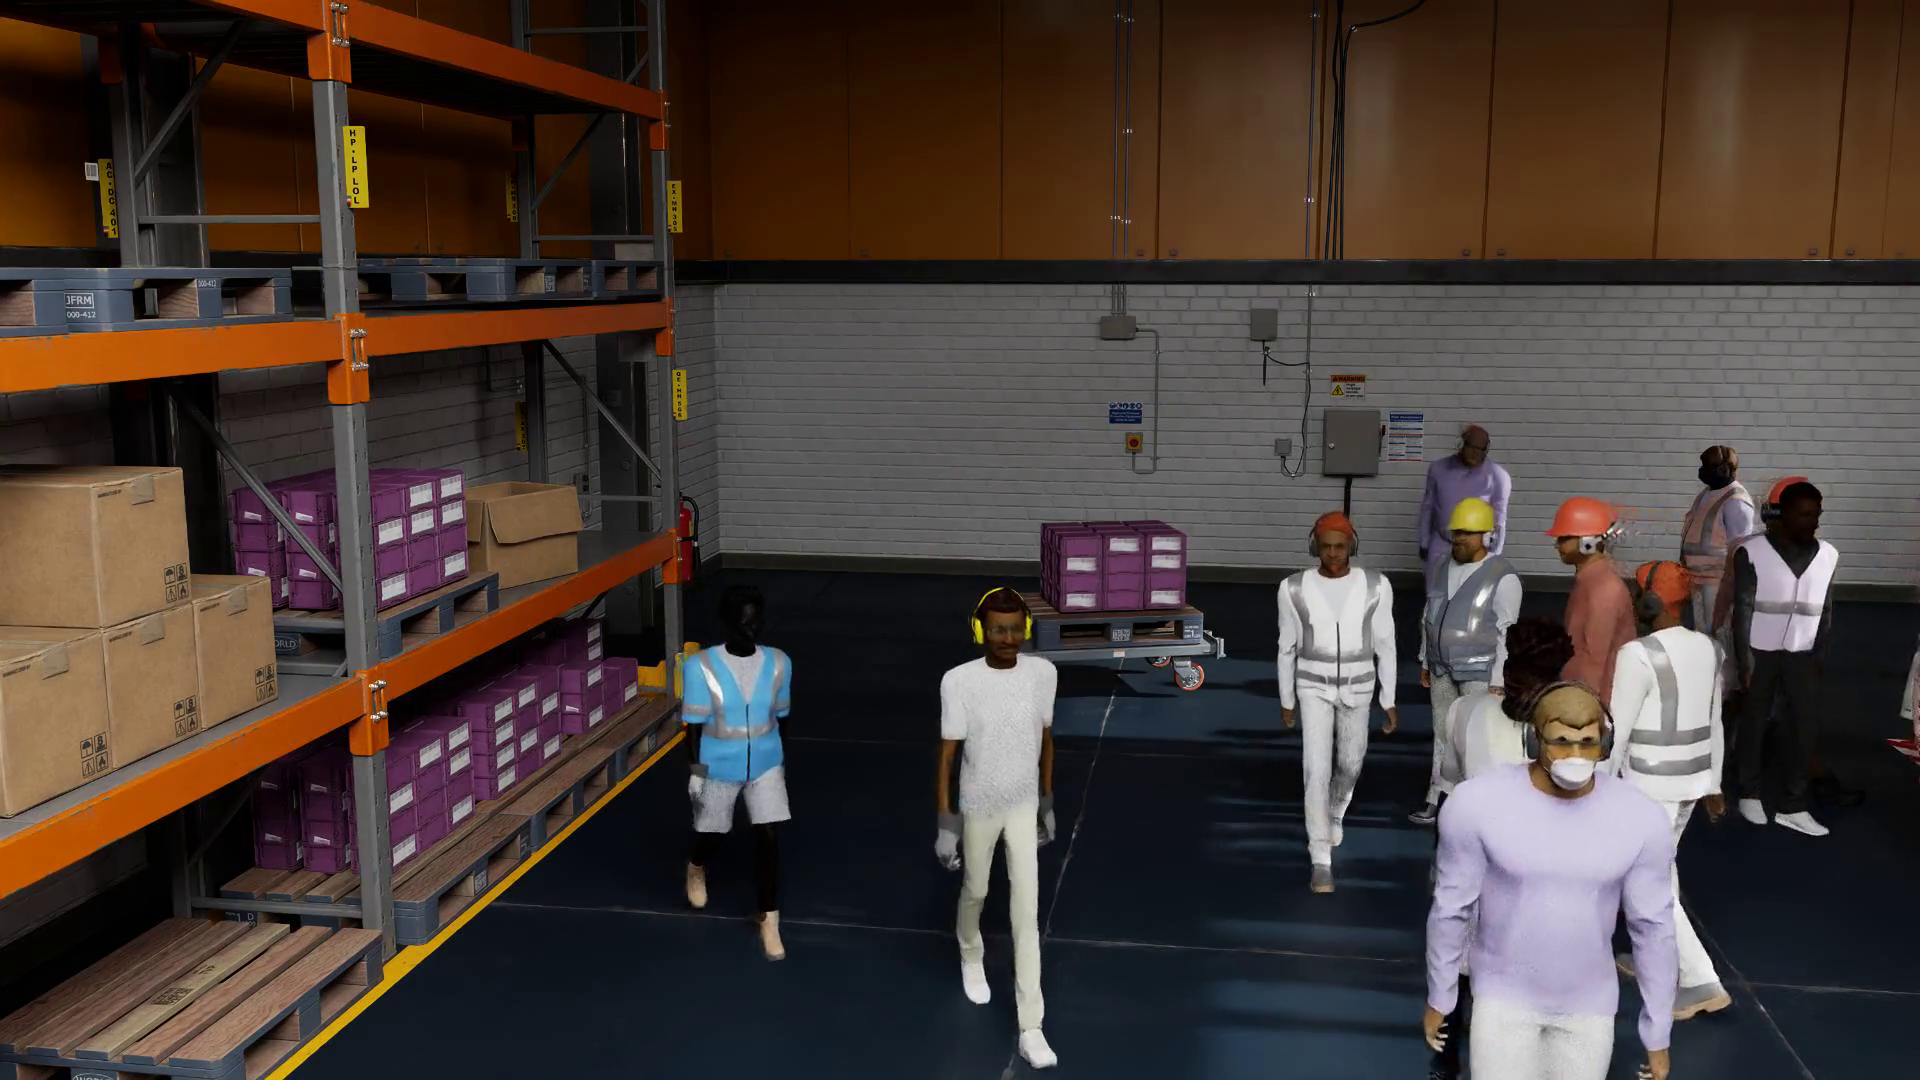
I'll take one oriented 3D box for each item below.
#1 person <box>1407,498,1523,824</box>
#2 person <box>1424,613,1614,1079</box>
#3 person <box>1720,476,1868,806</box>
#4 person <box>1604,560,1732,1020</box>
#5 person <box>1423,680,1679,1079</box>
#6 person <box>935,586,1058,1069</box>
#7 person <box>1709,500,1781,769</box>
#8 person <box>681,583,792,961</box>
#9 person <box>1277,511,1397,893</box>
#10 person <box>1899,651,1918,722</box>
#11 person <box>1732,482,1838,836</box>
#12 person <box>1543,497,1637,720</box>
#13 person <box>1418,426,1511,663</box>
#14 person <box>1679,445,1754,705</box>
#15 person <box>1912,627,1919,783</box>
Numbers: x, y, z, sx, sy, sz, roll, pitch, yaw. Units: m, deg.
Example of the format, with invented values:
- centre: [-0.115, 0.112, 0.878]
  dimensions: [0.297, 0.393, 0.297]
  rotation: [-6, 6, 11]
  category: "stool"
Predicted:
- centre: [2.707, 0.678, 8.956]
  dimensions: [0.404, 1.832, 0.590]
  rotation: [-6, 11, -32]
  category: "person"
- centre: [1.809, 1.181, 5.573]
  dimensions: [0.647, 1.932, 0.495]
  rotation: [8, 12, 42]
  category: "person"
- centre: [4.638, 0.565, 9.508]
  dimensions: [1.013, 1.882, 0.542]
  rotation: [1, 9, 5]
  category: "person"
- centre: [2.952, 1.021, 6.807]
  dimensions: [0.591, 1.855, 0.659]
  rotation: [-6, 11, -32]
  category: "person"
- centre: [1.646, 1.340, 4.598]
  dimensions: [0.661, 1.917, 0.701]
  rotation: [1, 9, 6]
  category: "person"
- centre: [0.145, 1.076, 6.590]
  dimensions: [0.547, 1.808, 1.001]
  rotation: [-2, 9, -14]
  category: "person"
- centre: [5.020, 0.510, 10.352]
  dimensions: [0.897, 1.708, 0.556]
  rotation: [-9, 13, -44]
  category: "person"
- centre: [-1.021, 0.992, 7.500]
  dimensions: [0.537, 1.672, 0.725]
  rotation: [-4, 10, -24]
  category: "person"
- centre: [1.890, 0.760, 8.410]
  dimensions: [0.589, 1.855, 0.912]
  rotation: [1, 9, 6]
  category: "person"
- centre: [6.676, 0.457, 10.982]
  dimensions: [0.758, 1.609, 0.537]
  rotation: [5, 10, 28]
  category: "person"
- centre: [4.455, 0.640, 8.995]
  dimensions: [0.624, 1.900, 0.613]
  rotation: [0, 9, -2]
  category: "person"
- centre: [2.979, 0.775, 7.930]
  dimensions: [0.455, 1.972, 0.659]
  rotation: [2, 9, 12]
  category: "person"
- centre: [3.846, 0.053, 12.720]
  dimensions: [0.662, 1.867, 0.511]
  rotation: [4, 10, 21]
  category: "person"
- centre: [5.193, 0.264, 11.484]
  dimensions: [0.430, 1.845, 0.621]
  rotation: [1, 9, 4]
  category: "person"
- centre: [4.841, 0.884, 7.962]
  dimensions: [0.544, 1.751, 0.383]
  rotation: [3, 10, 18]
  category: "person"
